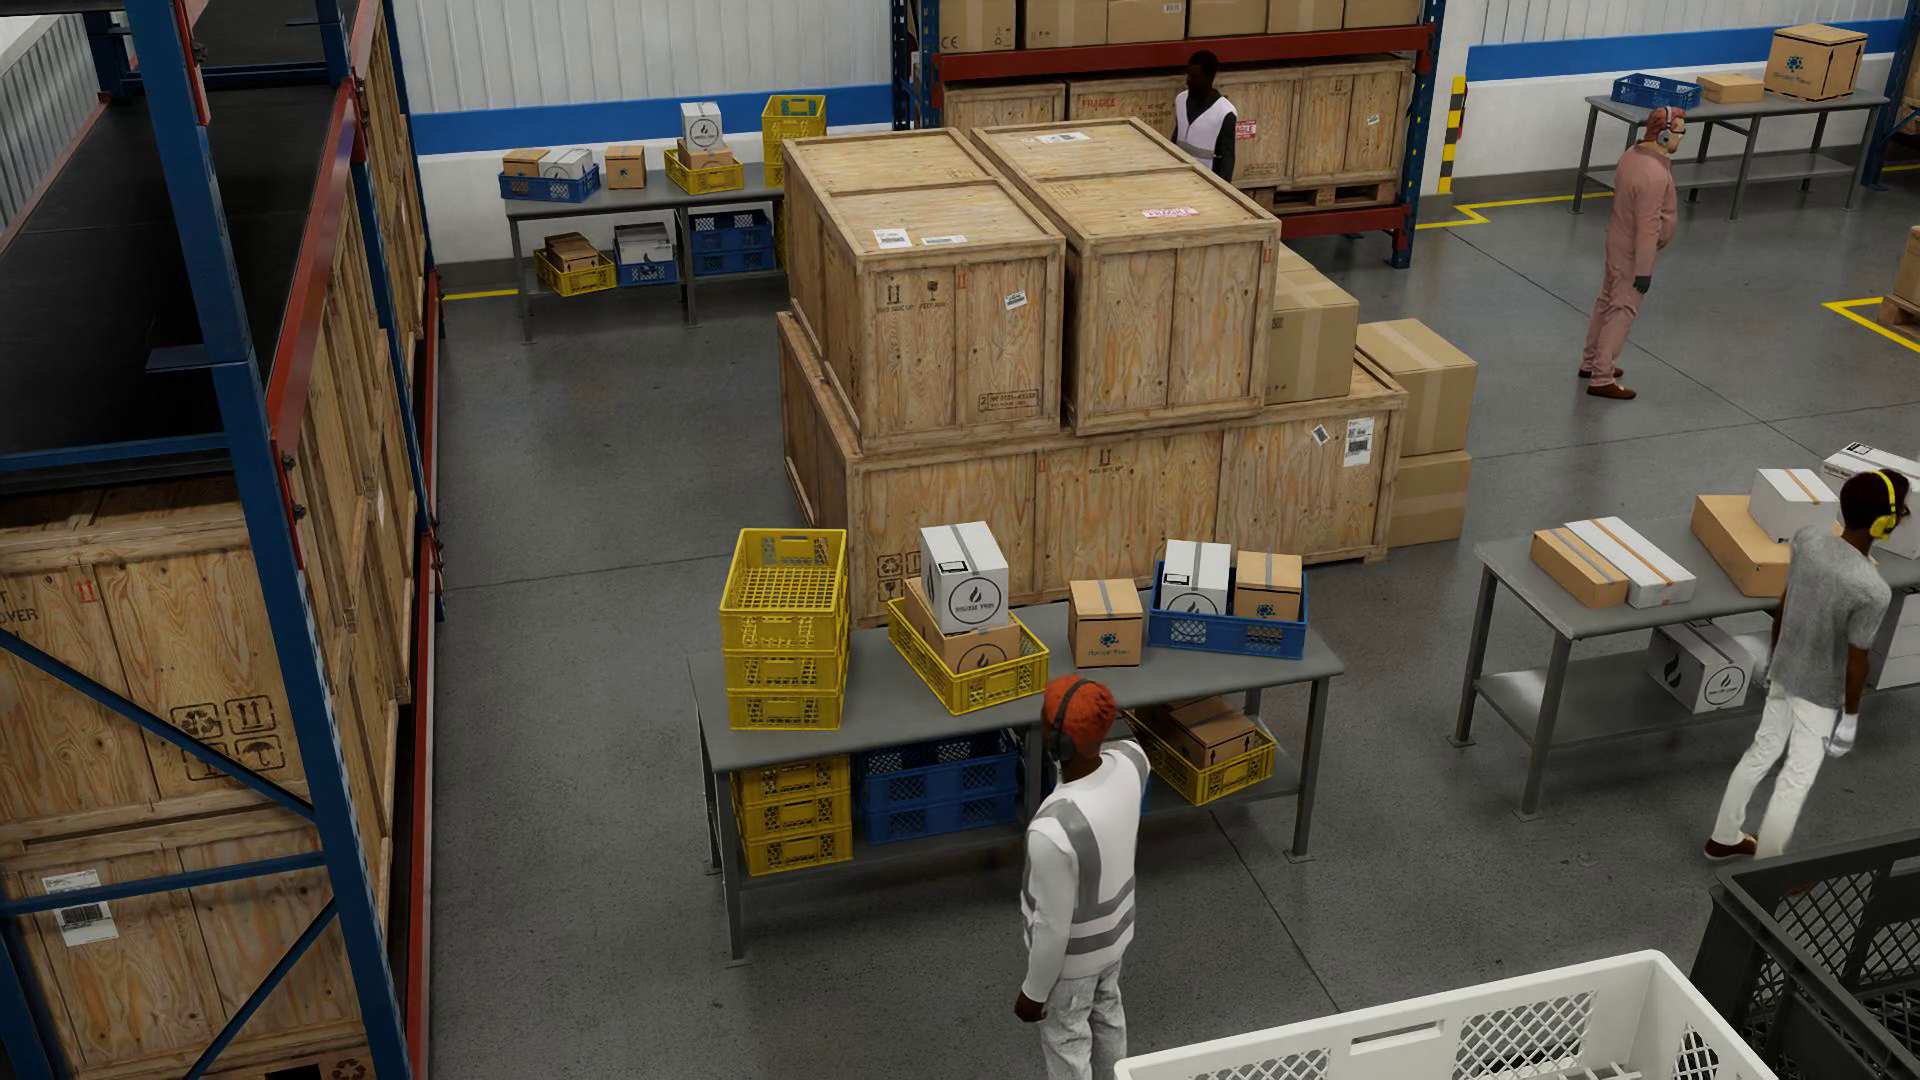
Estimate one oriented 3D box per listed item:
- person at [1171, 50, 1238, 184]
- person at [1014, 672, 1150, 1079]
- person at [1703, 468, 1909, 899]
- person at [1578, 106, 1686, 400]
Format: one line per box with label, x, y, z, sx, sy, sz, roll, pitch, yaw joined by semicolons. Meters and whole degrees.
person;1.748;-2.592;12.098;0.397;1.919;0.590;-18;34;-30
person;0.363;1.237;5.186;0.337;1.879;0.584;17;33;28
person;3.288;0.571;6.425;0.324;1.857;0.516;-5;29;-10
person;4.394;-1.857;10.786;0.401;1.900;0.639;4;29;7
